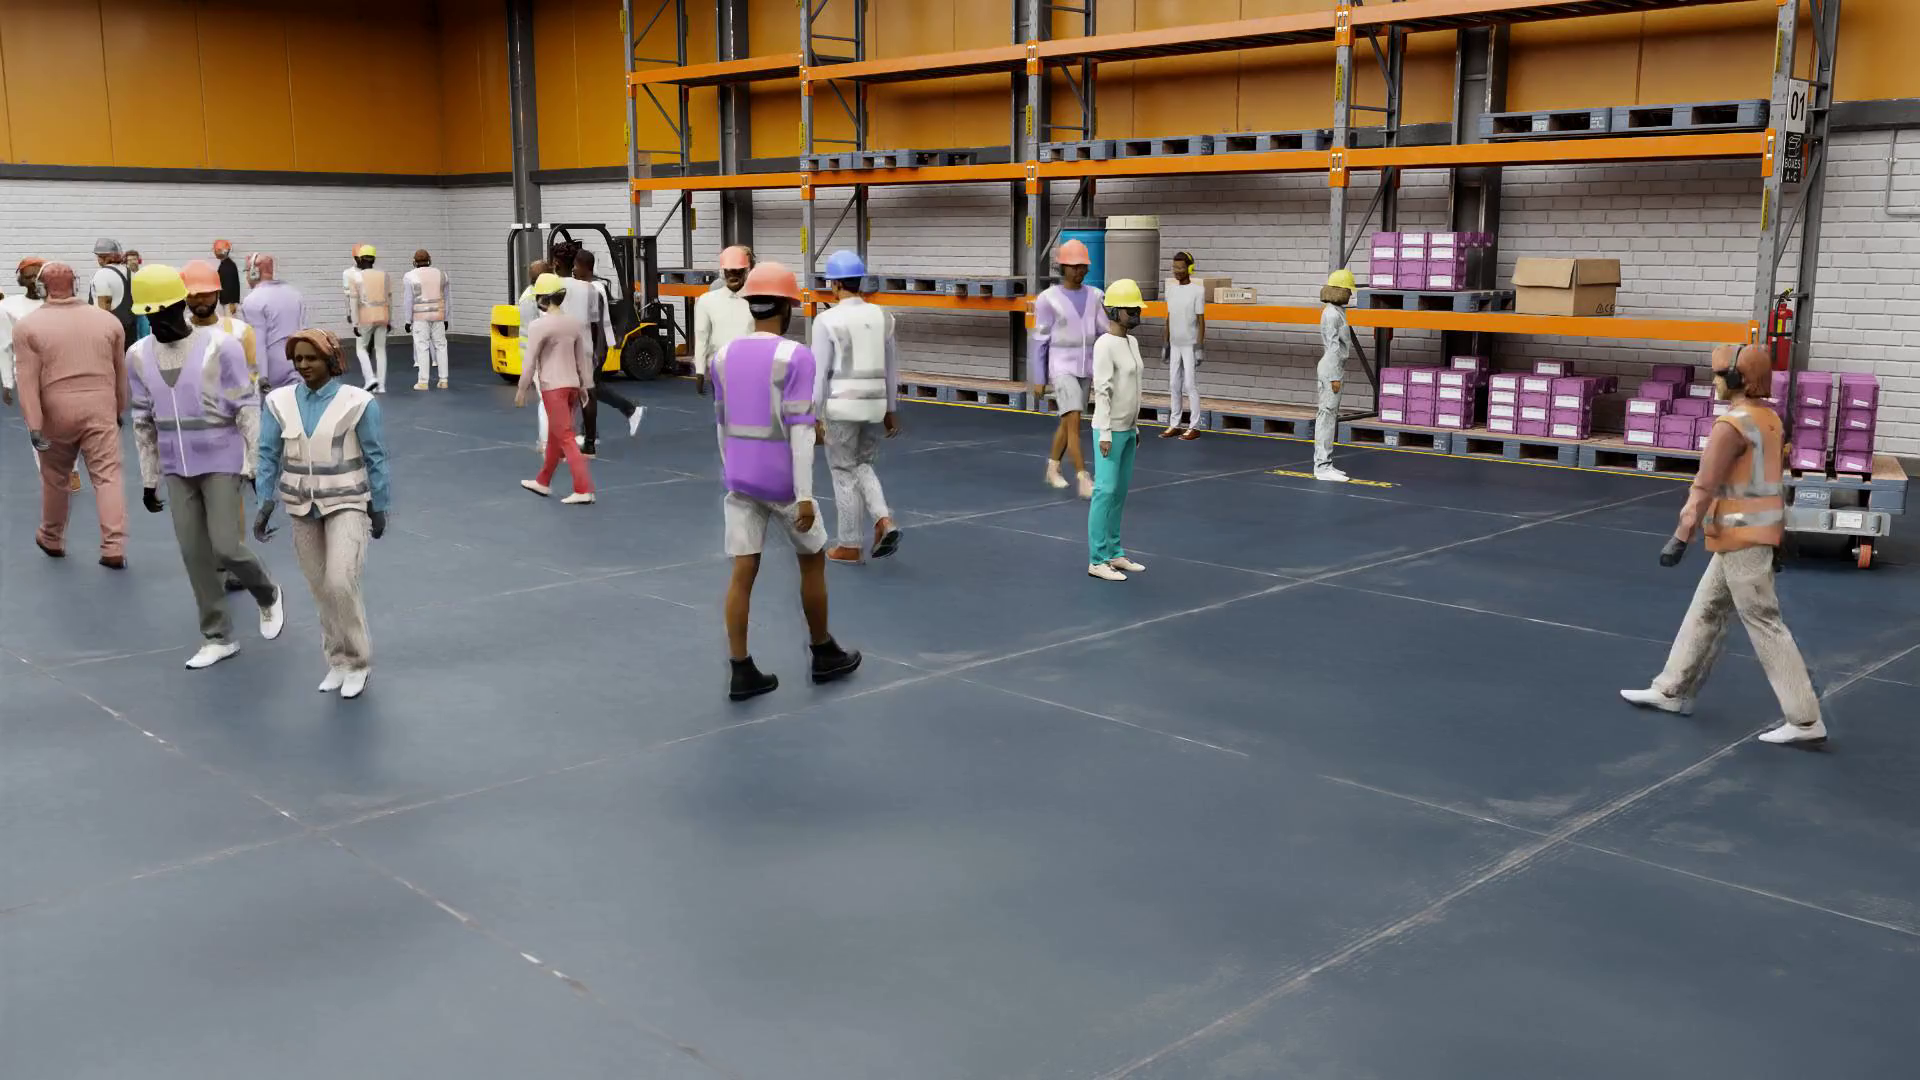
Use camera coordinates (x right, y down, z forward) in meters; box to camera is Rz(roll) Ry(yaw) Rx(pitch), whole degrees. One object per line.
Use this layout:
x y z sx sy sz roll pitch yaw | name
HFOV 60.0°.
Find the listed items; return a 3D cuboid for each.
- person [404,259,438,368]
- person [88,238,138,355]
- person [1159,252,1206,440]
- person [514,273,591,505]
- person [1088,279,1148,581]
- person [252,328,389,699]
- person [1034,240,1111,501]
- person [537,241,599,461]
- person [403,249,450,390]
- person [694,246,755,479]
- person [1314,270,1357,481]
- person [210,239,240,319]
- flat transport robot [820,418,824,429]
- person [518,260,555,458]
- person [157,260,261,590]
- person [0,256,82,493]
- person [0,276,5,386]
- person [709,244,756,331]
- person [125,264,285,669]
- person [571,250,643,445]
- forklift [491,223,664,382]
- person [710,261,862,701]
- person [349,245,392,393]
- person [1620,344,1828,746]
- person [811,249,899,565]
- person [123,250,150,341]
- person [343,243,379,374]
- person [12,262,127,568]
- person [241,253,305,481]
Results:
-8.240 -3.523 25.509 0.526 1.768 0.314 -3 11 -15 | person
-10.106 -2.661 20.054 0.936 2.000 0.692 1 10 8 | person
2.219 -1.922 16.527 0.321 1.861 0.515 -8 13 -38 | person
-3.128 -1.135 12.593 0.857 1.729 0.536 5 11 24 | person
0.949 -0.650 9.841 0.314 1.767 0.534 5 12 26 | person
-2.798 -0.108 7.276 0.518 1.620 0.502 1 10 7 | person
0.884 -1.328 12.939 0.610 1.993 1.053 -6 12 -29 | person
-3.518 -1.689 14.955 0.603 1.966 0.367 -10 14 -44 | person
-7.024 -2.898 21.904 0.623 1.840 0.430 -9 14 -40 | person
-1.813 -1.384 13.374 0.618 1.953 1.033 0 10 -2 | person
3.119 -1.367 13.822 0.302 1.741 0.485 2 11 10 | person
-11.652 -3.832 26.638 0.771 1.970 0.624 -8 13 -38 | person
-1.701 -1.265 17.270 1.431 0.197 0.652 1 10 5 | flat transport robot
-3.790 -1.654 15.238 0.462 1.805 0.657 0 10 2 | person
-4.383 -0.683 9.721 0.565 1.883 1.007 -4 11 -22 | person
-6.981 -1.223 12.678 0.580 1.867 0.426 -5 12 -26 | person
-13.290 -3.036 22.696 0.959 1.830 0.521 8 13 37 | person
-2.035 -1.790 15.595 0.629 1.937 0.379 -6 12 -31 | person
-3.566 -0.348 7.850 0.643 1.888 0.608 2 11 9 | person
-3.493 -1.870 16.176 0.737 1.895 0.610 -4 11 -22 | person
-5.316 -3.263 22.920 2.313 2.155 1.214 -10 14 -44 | forklift
-0.780 -0.270 7.403 0.573 1.897 0.854 6 12 30 | person
-7.545 -2.819 21.320 0.586 1.896 0.423 -9 14 -40 | person
3.158 0.010 6.717 0.858 1.590 0.517 9 13 39 | person
-0.652 -0.790 10.135 0.632 1.933 0.457 -10 14 -43 | person
-12.091 -3.352 24.496 0.571 1.795 0.963 -7 13 -35 | person
-8.798 -3.421 24.549 0.553 1.915 0.746 -6 12 -31 | person
-5.460 -0.772 10.257 0.653 1.854 0.982 -9 14 -41 | person
-5.740 -1.411 13.720 0.889 1.873 0.668 3 11 17 | person
